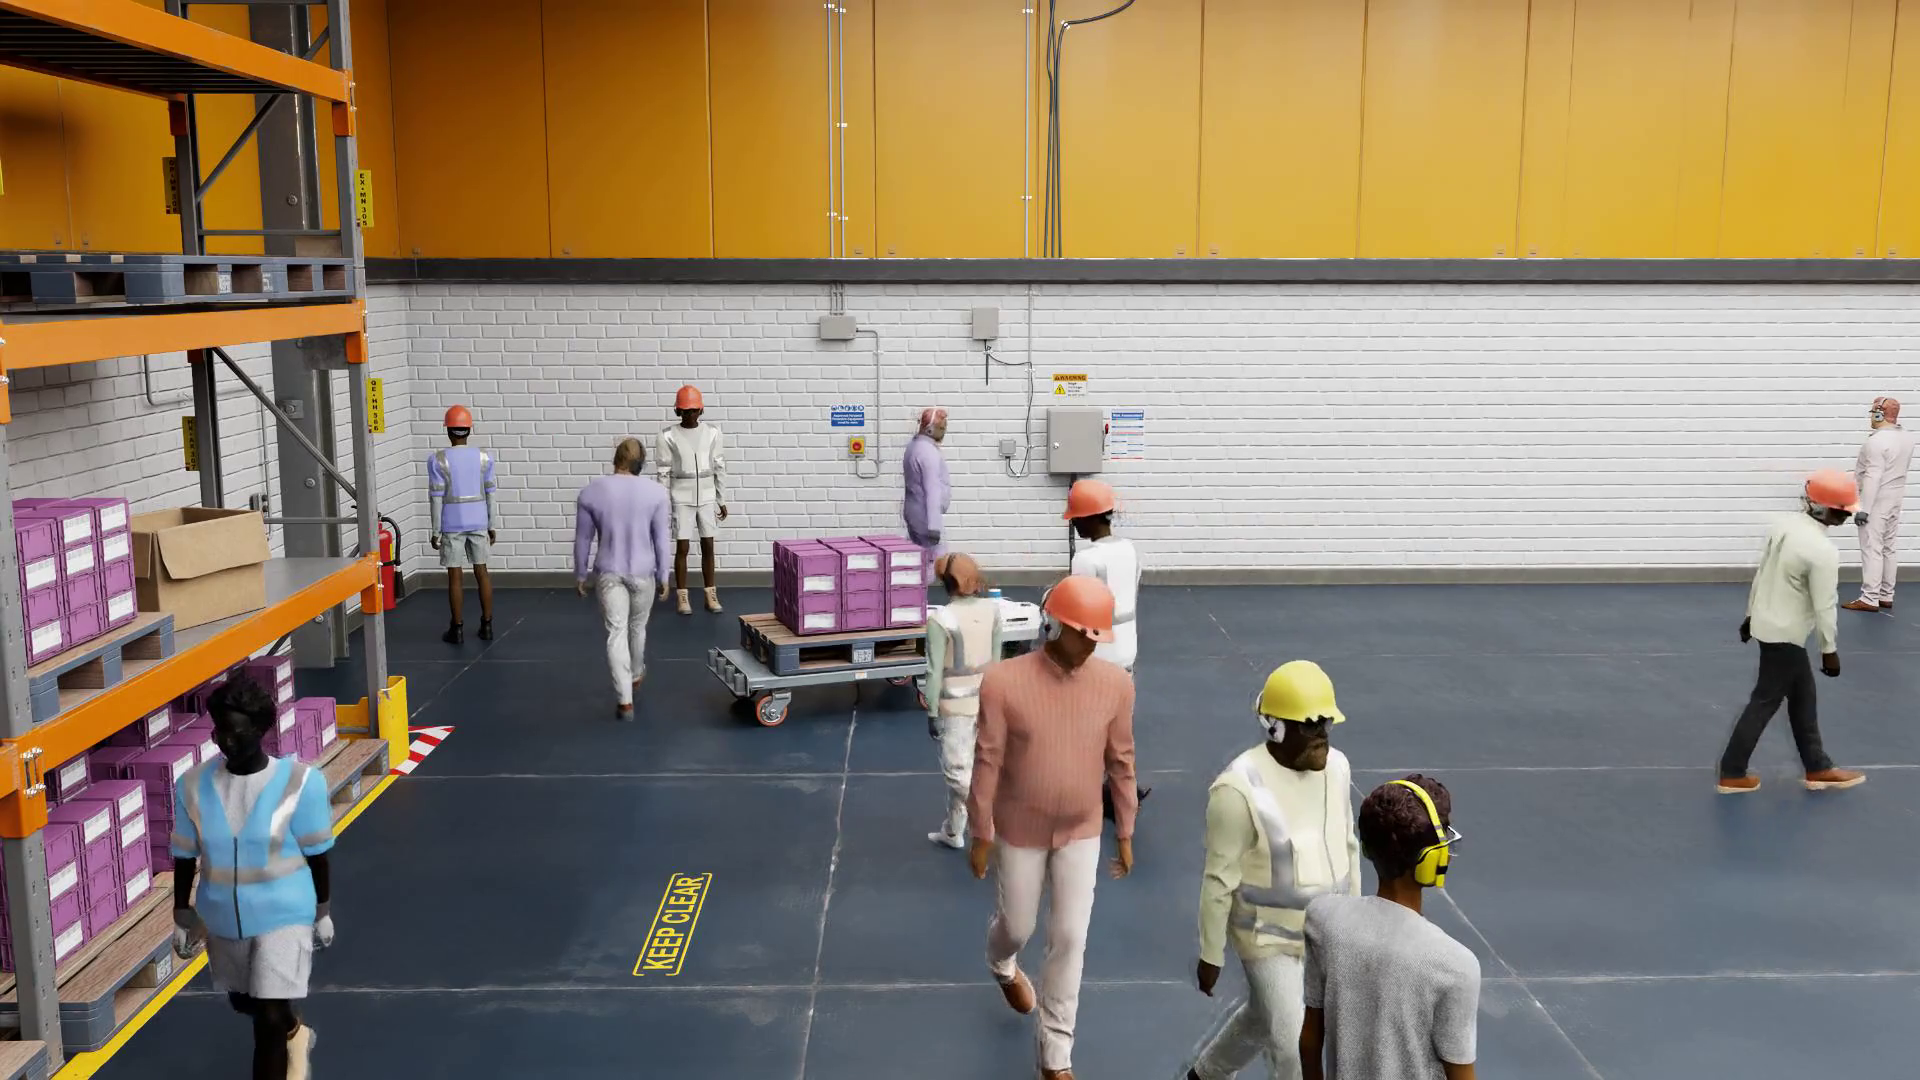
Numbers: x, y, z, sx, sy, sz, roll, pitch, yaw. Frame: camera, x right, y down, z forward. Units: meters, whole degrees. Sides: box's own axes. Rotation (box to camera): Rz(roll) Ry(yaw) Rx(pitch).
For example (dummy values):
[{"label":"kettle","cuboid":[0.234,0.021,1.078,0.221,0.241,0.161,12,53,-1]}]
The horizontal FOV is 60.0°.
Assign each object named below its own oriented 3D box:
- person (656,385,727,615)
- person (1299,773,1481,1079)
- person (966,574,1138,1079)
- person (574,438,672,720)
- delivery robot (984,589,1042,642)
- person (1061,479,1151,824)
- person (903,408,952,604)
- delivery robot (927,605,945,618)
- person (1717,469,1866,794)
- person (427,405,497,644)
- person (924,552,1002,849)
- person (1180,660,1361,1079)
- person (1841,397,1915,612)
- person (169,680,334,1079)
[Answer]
[{"label":"person","cuboid":[-2.344,-0.345,14.596,0.612,2.029,0.407,-5,10,-26]},{"label":"person","cuboid":[1.036,1.470,3.959,0.328,1.864,0.513,-8,12,-39]},{"label":"person","cuboid":[0.323,1.057,6.281,0.655,1.943,0.850,-2,9,-12]},{"label":"person","cuboid":[-2.323,0.235,11.506,0.663,1.862,1.017,-2,9,-11]},{"label":"delivery robot","cuboid":[0.270,0.622,12.866,0.707,0.478,0.477,-3,10,-21]},{"label":"person","cuboid":[0.808,0.623,9.007,0.528,1.912,0.570,9,13,44]},{"label":"person","cuboid":[-0.322,-0.179,13.995,0.508,1.881,0.722,-3,10,-16]},{"label":"delivery robot","cuboid":[-0.470,0.625,12.849,0.707,0.478,0.477,1,9,5]},{"label":"person","cuboid":[4.801,0.539,9.472,0.849,1.927,0.676,2,9,11]},{"label":"person","cuboid":[-4.038,-0.126,13.511,0.549,1.937,0.358,-6,11,-33]},{"label":"person","cuboid":[0.064,0.863,8.457,0.711,1.612,0.520,9,13,44]},{"label":"person","cuboid":[1.032,1.251,5.511,0.615,1.799,0.900,-7,12,-39]},{"label":"person","cuboid":[8.143,-0.317,14.778,0.655,1.906,0.407,-7,11,-36]},{"label":"person","cuboid":[-2.425,1.272,5.775,0.538,1.665,0.822,0,9,1]}]
